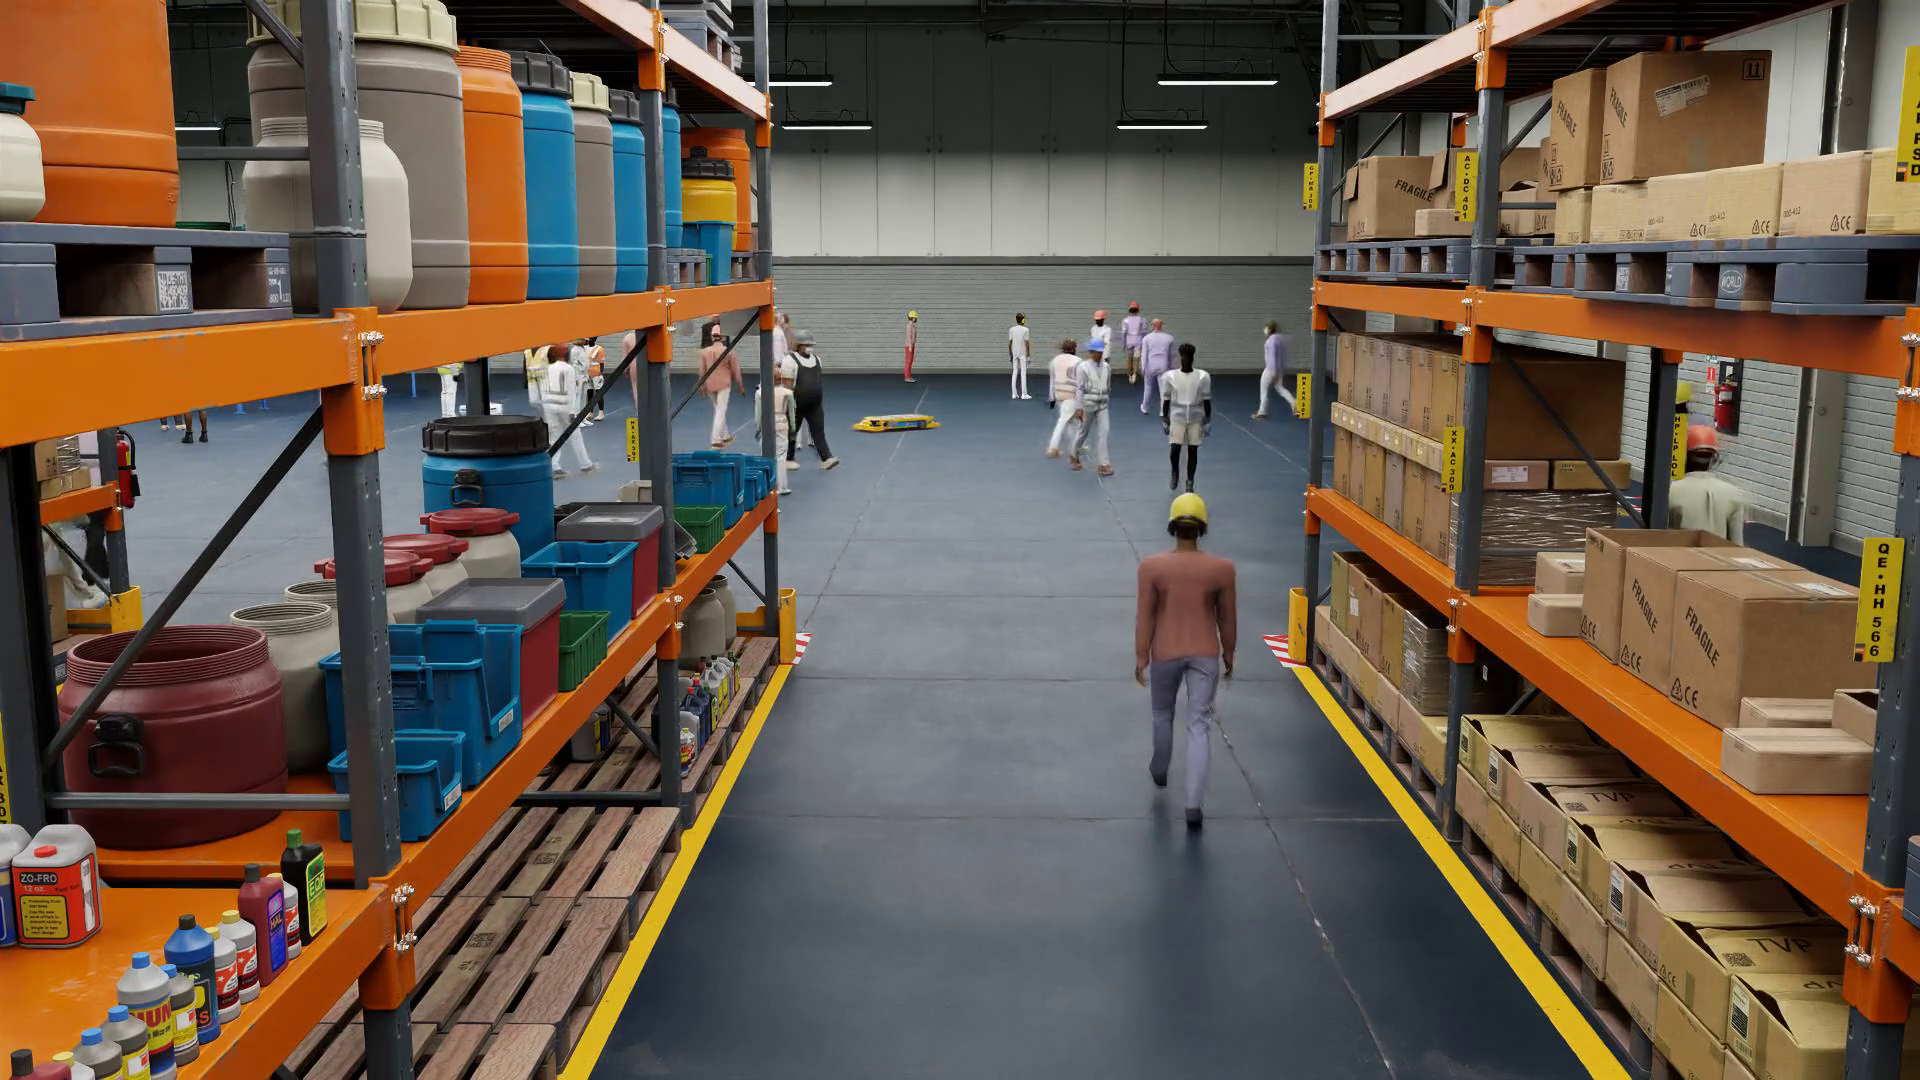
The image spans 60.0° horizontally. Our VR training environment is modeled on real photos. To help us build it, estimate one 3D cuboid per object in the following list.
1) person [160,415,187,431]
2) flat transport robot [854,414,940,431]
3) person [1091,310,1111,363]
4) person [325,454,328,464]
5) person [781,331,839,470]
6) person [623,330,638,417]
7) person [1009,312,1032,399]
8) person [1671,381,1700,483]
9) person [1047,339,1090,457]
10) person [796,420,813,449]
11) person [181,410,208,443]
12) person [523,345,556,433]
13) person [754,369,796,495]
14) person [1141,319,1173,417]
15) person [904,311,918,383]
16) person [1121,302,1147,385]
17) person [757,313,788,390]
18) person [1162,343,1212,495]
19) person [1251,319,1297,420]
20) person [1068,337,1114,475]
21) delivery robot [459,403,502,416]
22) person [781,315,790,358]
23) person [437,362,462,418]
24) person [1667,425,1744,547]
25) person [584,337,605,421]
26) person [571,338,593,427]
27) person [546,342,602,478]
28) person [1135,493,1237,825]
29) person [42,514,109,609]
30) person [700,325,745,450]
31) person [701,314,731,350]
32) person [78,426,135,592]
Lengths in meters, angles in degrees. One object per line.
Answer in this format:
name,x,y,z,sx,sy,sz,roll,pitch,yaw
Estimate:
person,-13.991,-2.859,29.366,0.507,1.844,0.346,-1,10,-8
flat transport robot,-1.121,-2.103,29.657,1.431,0.197,0.652,-7,12,-35
person,3.028,-4.065,36.407,0.567,1.899,0.817,9,13,42
person,-8.426,-1.707,22.629,0.779,1.797,0.622,9,13,42
person,-2.162,-1.971,23.580,0.695,2.000,1.041,-7,12,-38
person,-6.118,-3.304,31.883,0.666,1.882,0.650,-1,10,-6
person,1.299,-4.003,36.134,0.520,1.873,0.335,6,11,31
person,6.618,-0.511,15.192,0.602,1.872,0.621,3,10,15
person,1.648,-2.180,25.491,0.991,1.797,0.629,-8,12,-39
person,-2.521,-2.265,26.458,0.534,1.616,0.620,-1,10,-7
person,-12.693,-2.577,27.391,0.377,1.936,0.549,9,13,44
person,-7.318,-2.818,29.184,0.668,1.820,0.601,3,10,19
person,-2.377,-1.403,21.403,0.538,1.584,0.725,-2,10,-10
person,3.775,-3.316,32.068,0.675,1.848,1.014,-2,10,-10
person,-1.191,-4.776,41.111,0.349,1.759,0.522,1,10,8
person,4.240,-4.798,40.551,0.612,1.999,1.053,2,10,13
person,-3.932,-3.859,35.229,0.664,1.887,0.656,-4,10,-21
person,2.870,-1.517,21.010,0.629,1.952,0.410,1,10,4
person,5.939,-3.181,31.132,0.917,1.902,0.646,6,11,32
person,1.852,-1.906,23.466,0.613,1.917,0.950,-5,11,-26
delivery robot,-8.601,-2.324,29.856,0.707,0.478,0.477,-9,13,-44
person,-4.557,-5.048,43.183,0.339,1.601,0.569,-4,10,-22
person,-9.437,-3.087,30.777,0.428,1.837,0.627,-6,11,-31
person,4.591,0.244,10.511,0.616,1.933,1.074,-2,10,-14
person,-6.884,-3.090,31.194,0.533,1.693,0.319,5,11,30
person,-6.832,-2.925,30.080,0.311,1.735,0.484,2,10,14
person,-5.384,-1.800,22.955,0.608,1.858,0.790,7,12,38
person,1.215,0.602,8.989,0.545,1.724,0.890,1,10,6
person,-7.500,-0.230,13.744,0.484,1.800,0.999,5,11,30
person,-3.747,-2.431,26.462,0.633,1.945,0.977,4,10,24
person,-5.342,-4.125,36.535,0.645,1.970,0.602,-3,10,-17
person,-7.793,-0.461,14.966,0.604,1.868,1.033,-2,10,-10
